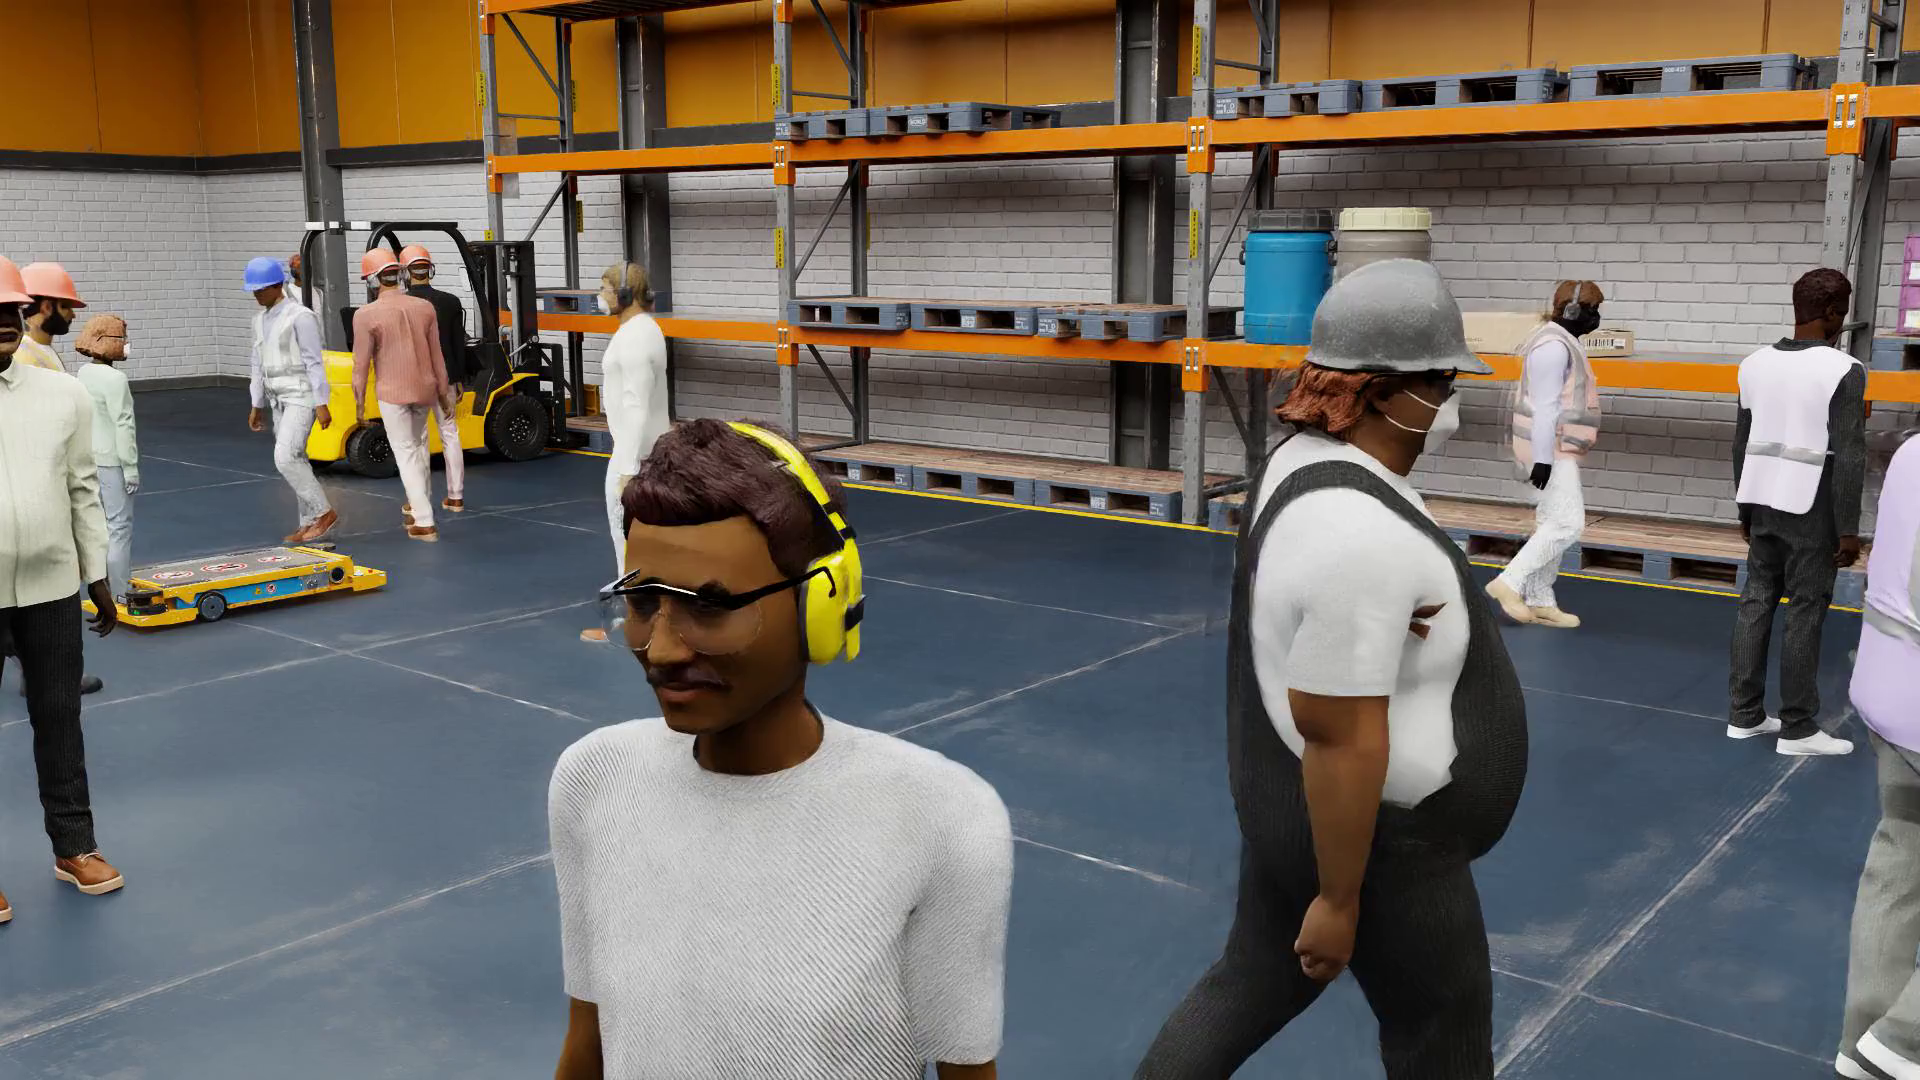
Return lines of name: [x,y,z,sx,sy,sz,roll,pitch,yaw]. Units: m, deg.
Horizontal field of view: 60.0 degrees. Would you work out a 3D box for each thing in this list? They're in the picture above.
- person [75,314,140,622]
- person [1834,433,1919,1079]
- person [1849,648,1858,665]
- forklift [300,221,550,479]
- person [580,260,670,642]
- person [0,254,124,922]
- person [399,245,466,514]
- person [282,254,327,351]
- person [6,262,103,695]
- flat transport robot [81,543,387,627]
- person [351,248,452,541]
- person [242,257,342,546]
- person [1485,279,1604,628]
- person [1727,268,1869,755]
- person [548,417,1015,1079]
person: [-4.527,-0.384,8.888,0.501,1.631,0.286,9,13,40]
person: [2.295,0.394,3.822,0.428,1.911,0.585,2,10,9]
person: [4.530,-0.210,7.225,1.022,1.882,0.660,6,12,28]
forklift: [-4.922,-1.741,14.854,1.214,2.155,2.313,8,13,38]
person: [-1.626,-0.432,8.408,0.526,1.958,0.637,-1,10,-6]
person: [-2.865,0.136,4.998,0.373,1.997,0.616,9,13,39]
person: [-3.945,-1.171,12.273,0.611,1.985,0.393,-9,14,-42]
person: [-6.407,-1.844,16.291,0.356,1.883,0.573,4,11,21]
person: [-4.059,-0.262,7.405,0.424,1.922,0.617,-3,11,-17]
flat transport robot: [-4.015,0.231,9.258,0.652,0.197,1.431,8,13,38]
person: [-3.822,-0.974,11.246,0.739,1.956,0.633,8,13,39]
person: [-4.432,-0.896,10.951,0.628,1.912,0.480,8,13,38]
person: [3.106,-0.439,8.679,0.430,1.823,0.646,5,11,25]
person: [3.301,-0.108,6.583,0.392,1.914,0.589,-4,11,-20]
person: [-0.187,0.805,1.652,0.542,1.870,0.320,3,11,18]
